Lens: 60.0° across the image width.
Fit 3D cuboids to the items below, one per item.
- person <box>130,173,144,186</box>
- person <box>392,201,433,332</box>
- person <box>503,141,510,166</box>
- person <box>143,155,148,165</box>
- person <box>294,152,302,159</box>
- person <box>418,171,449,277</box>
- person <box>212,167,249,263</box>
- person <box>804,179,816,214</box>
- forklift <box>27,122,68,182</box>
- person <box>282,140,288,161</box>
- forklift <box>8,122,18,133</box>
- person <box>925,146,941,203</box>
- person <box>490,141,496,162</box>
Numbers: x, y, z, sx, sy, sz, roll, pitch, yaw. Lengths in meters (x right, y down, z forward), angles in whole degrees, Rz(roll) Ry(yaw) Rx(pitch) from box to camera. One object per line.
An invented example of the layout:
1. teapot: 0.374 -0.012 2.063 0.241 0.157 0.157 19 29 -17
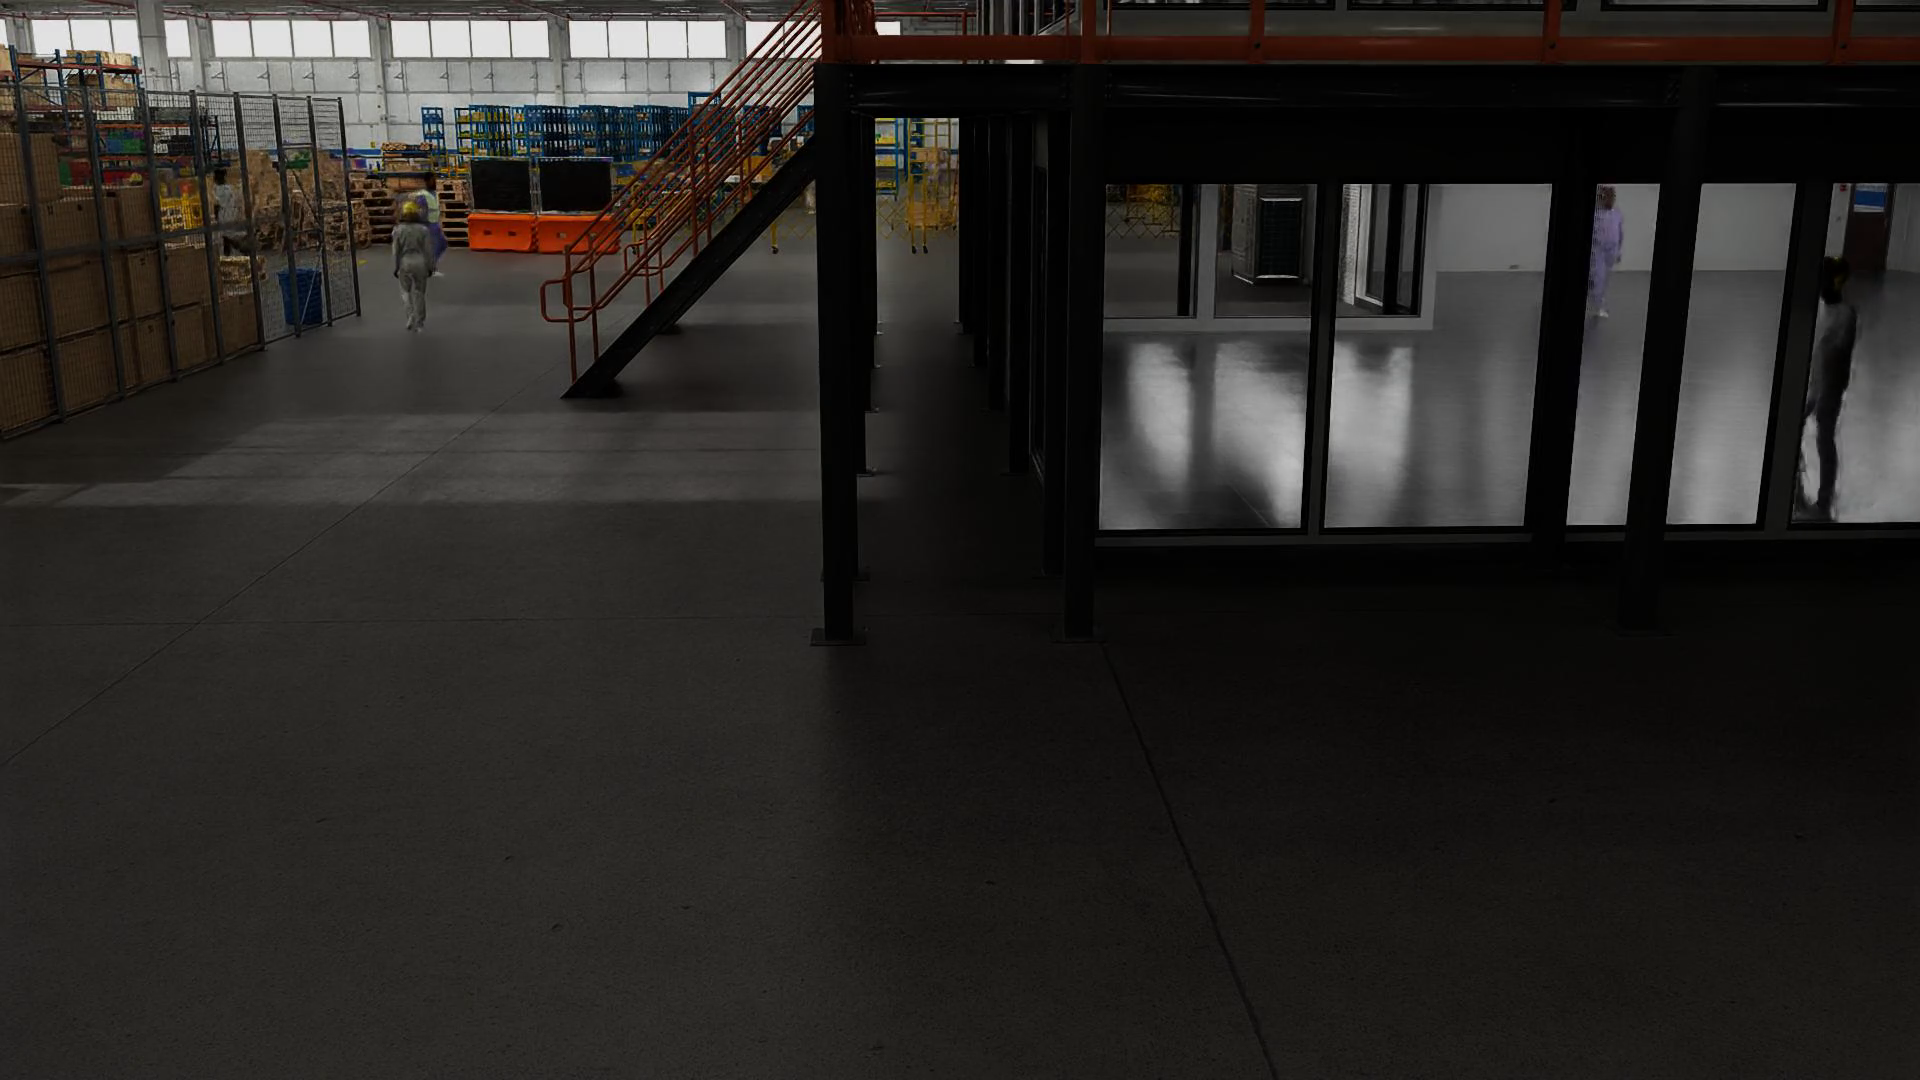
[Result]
1. person: -16.548 -6.520 33.653 0.331 1.768 0.526 -9 17 -33
2. person: -7.320 -3.659 22.282 0.512 1.723 0.488 -6 15 -22
3. person: -24.331 -20.455 89.202 0.600 1.836 0.404 10 17 35
4. person: -34.688 -15.917 71.263 0.536 1.747 0.756 -5 15 -18
5. person: -23.156 -12.679 58.226 0.603 1.792 0.911 1 14 3
6. person: -9.581 -5.733 30.240 0.462 1.895 0.619 2 14 8
7. person: -14.035 -6.180 31.925 0.785 1.944 0.611 1 14 5
8. person: -4.725 -11.041 51.465 0.775 1.876 0.683 10 17 33
9. forklift: -35.376 -14.773 64.377 1.129 2.768 1.873 -1 14 -2
10. person: -35.134 -19.810 86.467 0.873 1.912 0.623 0 14 -1
11. forklift: -38.431 -15.789 68.439 1.129 2.768 1.873 -1 14 -3
12. person: -0.929 -11.963 54.881 0.631 2.019 0.706 8 16 29
13. person: -23.051 -18.763 82.139 0.392 1.985 0.609 -5 15 -21
